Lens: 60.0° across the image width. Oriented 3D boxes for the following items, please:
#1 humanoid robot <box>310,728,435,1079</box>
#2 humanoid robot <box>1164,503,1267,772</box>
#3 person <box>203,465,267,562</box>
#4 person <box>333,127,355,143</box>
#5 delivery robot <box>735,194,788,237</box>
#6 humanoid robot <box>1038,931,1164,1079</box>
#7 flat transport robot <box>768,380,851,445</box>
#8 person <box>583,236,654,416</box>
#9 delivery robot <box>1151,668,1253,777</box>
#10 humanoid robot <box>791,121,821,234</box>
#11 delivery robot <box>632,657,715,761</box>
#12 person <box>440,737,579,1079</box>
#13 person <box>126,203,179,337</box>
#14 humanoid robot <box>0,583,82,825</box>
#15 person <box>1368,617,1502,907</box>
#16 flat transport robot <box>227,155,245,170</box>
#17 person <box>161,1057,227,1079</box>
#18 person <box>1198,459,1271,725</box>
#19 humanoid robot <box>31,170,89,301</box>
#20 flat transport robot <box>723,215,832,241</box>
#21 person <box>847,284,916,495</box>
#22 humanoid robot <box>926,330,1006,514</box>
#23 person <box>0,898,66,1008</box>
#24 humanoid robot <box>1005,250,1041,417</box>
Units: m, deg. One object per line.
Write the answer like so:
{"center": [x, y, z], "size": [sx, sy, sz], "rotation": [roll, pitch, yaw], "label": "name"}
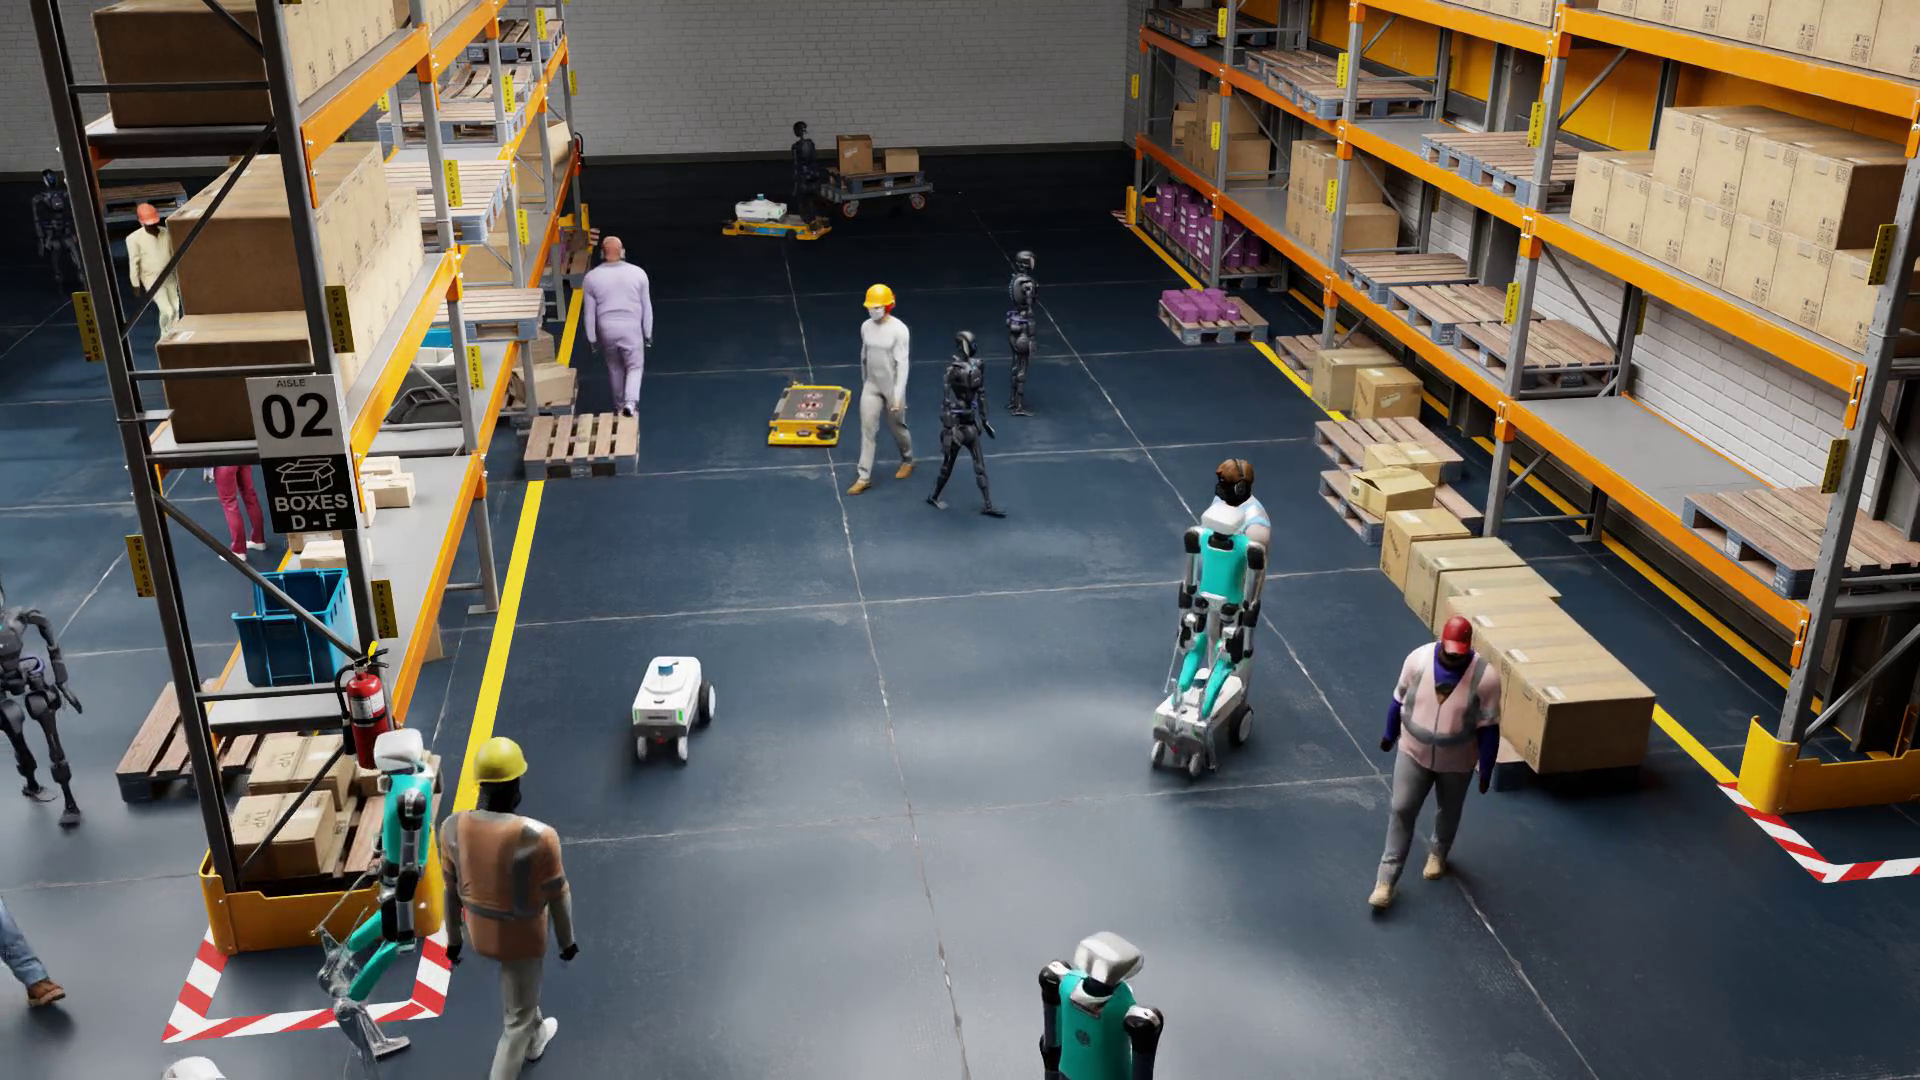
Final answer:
{"center": [-2.807, 1.780, 7.876], "size": [0.793, 1.827, 0.538], "rotation": [-8, 25, -19], "label": "humanoid robot"}
{"center": [1.505, 0.694, 10.285], "size": [0.534, 1.793, 0.673], "rotation": [14, 28, 30], "label": "humanoid robot"}
{"center": [-5.888, -0.622, 13.404], "size": [0.284, 1.625, 0.499], "rotation": [8, 25, 18], "label": "person"}
{"center": [-9.751, -6.222, 26.188], "size": [0.656, 1.585, 0.522], "rotation": [1, 24, 3], "label": "person"}
{"center": [-2.850, -4.679, 23.996], "size": [0.809, 0.606, 0.499], "rotation": [5, 24, 11], "label": "delivery robot"}
{"center": [0.687, 2.257, 6.765], "size": [0.540, 1.774, 1.013], "rotation": [18, 30, 36], "label": "humanoid robot"}
{"center": [-1.484, -1.264, 16.557], "size": [0.659, 0.231, 1.431], "rotation": [1, 24, 2], "label": "flat transport robot"}
{"center": [-3.333, -2.007, 16.262], "size": [0.666, 1.866, 0.763], "rotation": [-1, 24, -3], "label": "person"}
{"center": [1.548, 1.133, 10.760], "size": [0.499, 0.609, 0.807], "rotation": [15, 28, 30], "label": "delivery robot"}
{"center": [-2.135, -5.068, 23.502], "size": [0.409, 1.658, 0.612], "rotation": [13, 27, 27], "label": "humanoid robot"}
{"center": [-1.911, 1.063, 10.891], "size": [0.499, 0.587, 0.771], "rotation": [0, 24, 1], "label": "delivery robot"}
{"center": [-2.084, 1.805, 7.576], "size": [0.599, 1.864, 0.930], "rotation": [8, 25, 18], "label": "person"}
{"center": [-8.851, -2.900, 18.461], "size": [0.448, 1.722, 0.665], "rotation": [14, 27, 28], "label": "person"}
{"center": [-5.583, 0.917, 9.889], "size": [0.583, 1.625, 0.684], "rotation": [-17, 29, -33], "label": "humanoid robot"}
{"center": [2.589, 1.219, 9.105], "size": [0.640, 1.710, 0.861], "rotation": [11, 26, 23], "label": "person"}
{"center": [-10.351, -5.036, 25.150], "size": [0.659, 0.231, 1.431], "rotation": [-11, 26, -23], "label": "flat transport robot"}
{"center": [-2.624, 2.554, 5.944], "size": [1.047, 1.833, 0.463], "rotation": [11, 26, 24], "label": "person"}
{"center": [1.761, 0.332, 10.966], "size": [0.429, 1.842, 0.632], "rotation": [-7, 25, -16], "label": "person"}
{"center": [-11.036, -3.723, 20.430], "size": [0.694, 1.632, 0.591], "rotation": [19, 30, 36], "label": "humanoid robot"}
{"center": [-2.633, -4.515, 23.963], "size": [1.431, 0.231, 0.659], "rotation": [6, 24, 14], "label": "flat transport robot"}
{"center": [-0.679, -1.365, 14.798], "size": [0.570, 1.862, 0.842], "rotation": [13, 27, 27], "label": "person"}
{"center": [0.048, -0.992, 14.242], "size": [0.772, 1.624, 0.601], "rotation": [18, 30, 35], "label": "humanoid robot"}
{"center": [-5.042, 1.514, 8.179], "size": [0.987, 1.934, 0.625], "rotation": [12, 27, 26], "label": "person"}
{"center": [0.629, -2.088, 16.666], "size": [0.315, 1.657, 0.599], "rotation": [-4, 24, -10], "label": "humanoid robot"}
